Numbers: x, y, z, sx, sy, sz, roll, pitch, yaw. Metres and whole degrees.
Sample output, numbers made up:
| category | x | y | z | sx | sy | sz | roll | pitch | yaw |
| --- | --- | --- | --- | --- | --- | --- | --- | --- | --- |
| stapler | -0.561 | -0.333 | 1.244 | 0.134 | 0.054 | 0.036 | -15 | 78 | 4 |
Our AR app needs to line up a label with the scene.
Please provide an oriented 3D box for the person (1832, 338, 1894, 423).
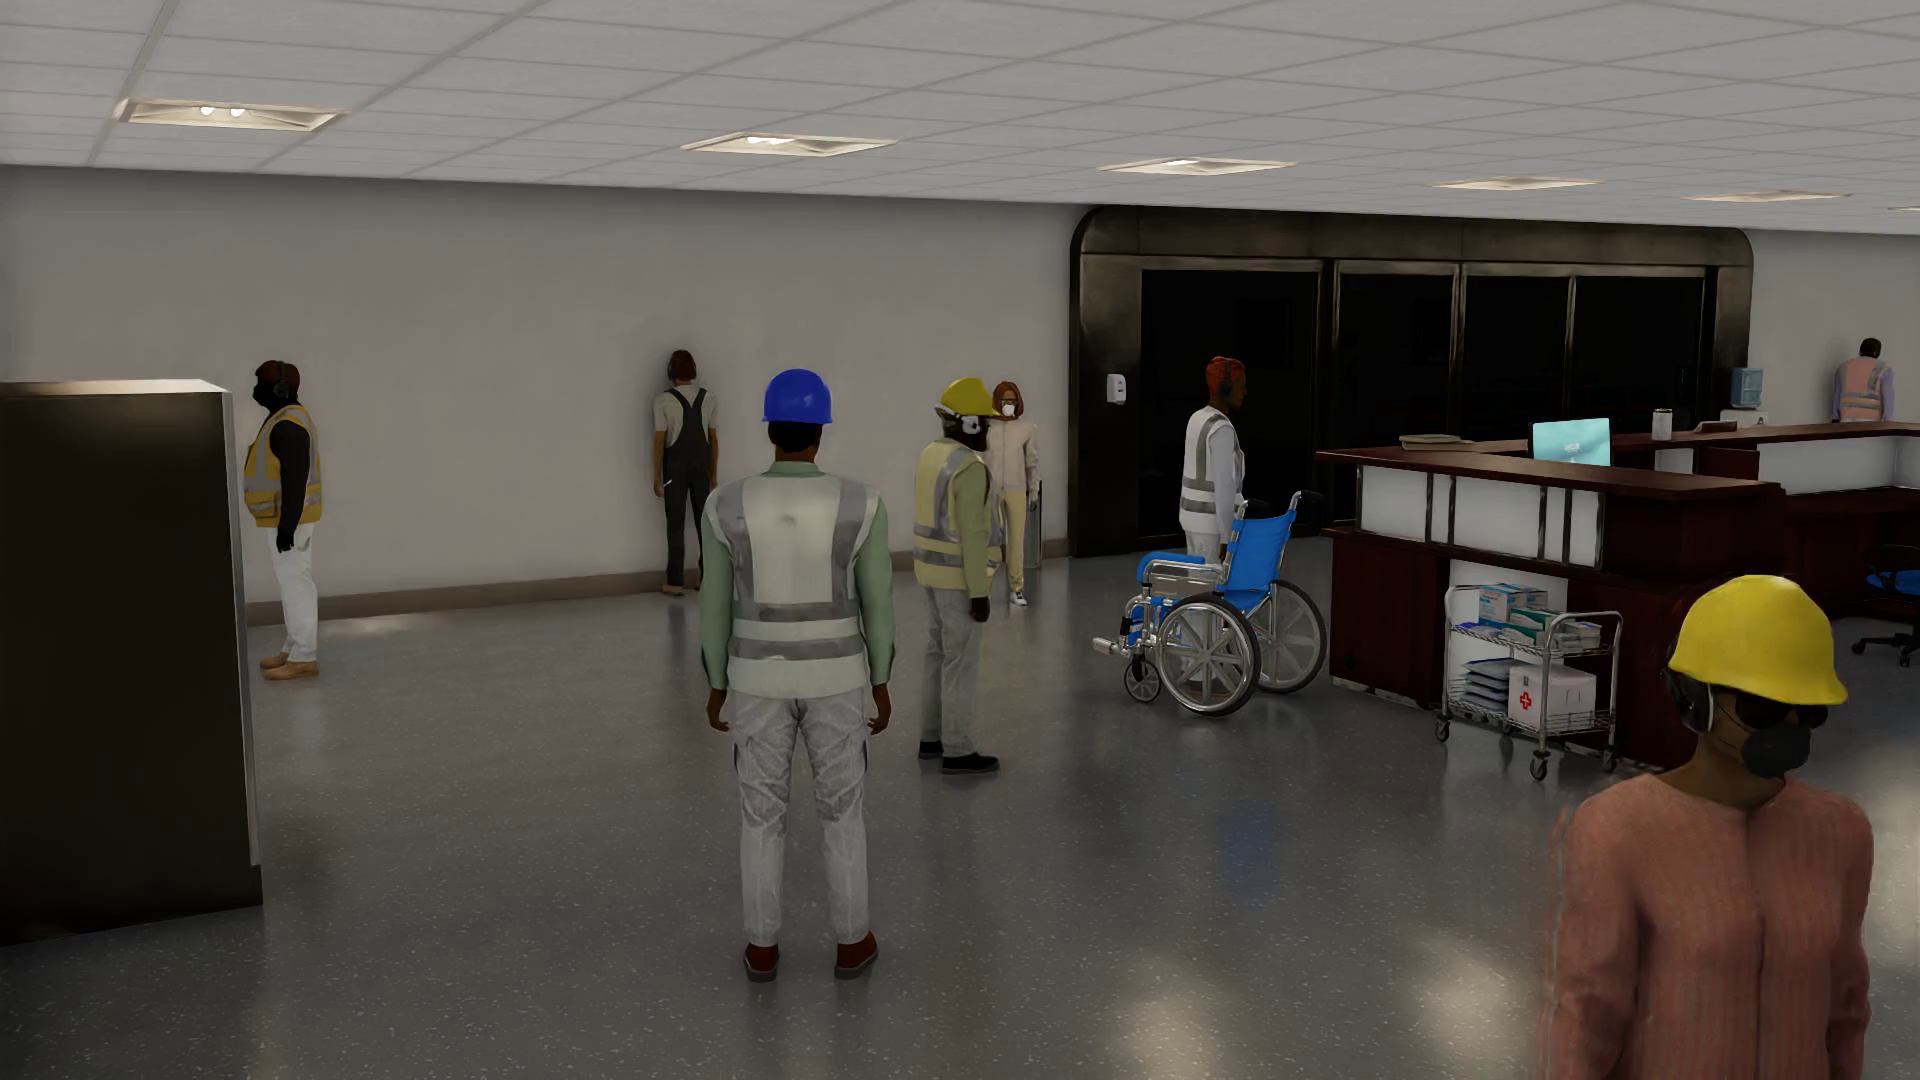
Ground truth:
| category | x | y | z | sx | sy | sz | roll | pitch | yaw |
| --- | --- | --- | --- | --- | --- | --- | --- | --- | --- |
| person | 10.340 | -1.401 | 19.048 | 0.433 | 1.823 | 0.658 | -5 | 9 | -34 |

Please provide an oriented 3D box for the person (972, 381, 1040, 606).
| category | x | y | z | sx | sy | sz | roll | pitch | yaw |
| --- | --- | --- | --- | --- | --- | --- | --- | --- | --- |
| person | 0.320 | -0.327 | 11.954 | 0.504 | 1.627 | 0.286 | -1 | 8 | -5 |

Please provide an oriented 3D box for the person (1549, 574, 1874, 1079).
| category | x | y | z | sx | sy | sz | roll | pitch | yaw |
| --- | --- | --- | --- | --- | --- | --- | --- | --- | --- |
| person | 1.126 | 0.902 | 2.584 | 0.539 | 1.747 | 0.650 | -1 | 8 | -9 |

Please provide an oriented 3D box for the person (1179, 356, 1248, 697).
| category | x | y | z | sx | sy | sz | roll | pitch | yaw |
| --- | --- | --- | --- | --- | --- | --- | --- | --- | --- |
| person | 1.394 | -0.070 | 9.186 | 0.351 | 1.879 | 0.580 | -1 | 8 | -7 |

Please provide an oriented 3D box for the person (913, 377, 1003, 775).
| category | x | y | z | sx | sy | sz | roll | pitch | yaw |
| --- | --- | --- | --- | --- | --- | --- | --- | --- | --- |
| person | -0.007 | 0.164 | 7.695 | 0.404 | 1.825 | 0.602 | -3 | 8 | -22 |

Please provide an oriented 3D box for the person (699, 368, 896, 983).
| category | x | y | z | sx | sy | sz | roll | pitch | yaw |
| --- | --- | --- | --- | --- | --- | --- | --- | --- | --- |
| person | -0.511 | 0.431 | 5.287 | 0.616 | 1.945 | 0.404 | 0 | 8 | -2 |

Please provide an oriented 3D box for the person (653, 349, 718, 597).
| category | x | y | z | sx | sy | sz | roll | pitch | yaw |
| --- | --- | --- | --- | --- | --- | --- | --- | --- | --- |
| person | -2.042 | -0.497 | 12.410 | 0.506 | 1.838 | 0.342 | -5 | 9 | -32 |

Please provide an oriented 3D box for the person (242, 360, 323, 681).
| category | x | y | z | sx | sy | sz | roll | pitch | yaw |
| --- | --- | --- | --- | --- | --- | --- | --- | --- | --- |
| person | -3.920 | -0.118 | 9.646 | 0.429 | 1.846 | 0.626 | -4 | 9 | -25 |
